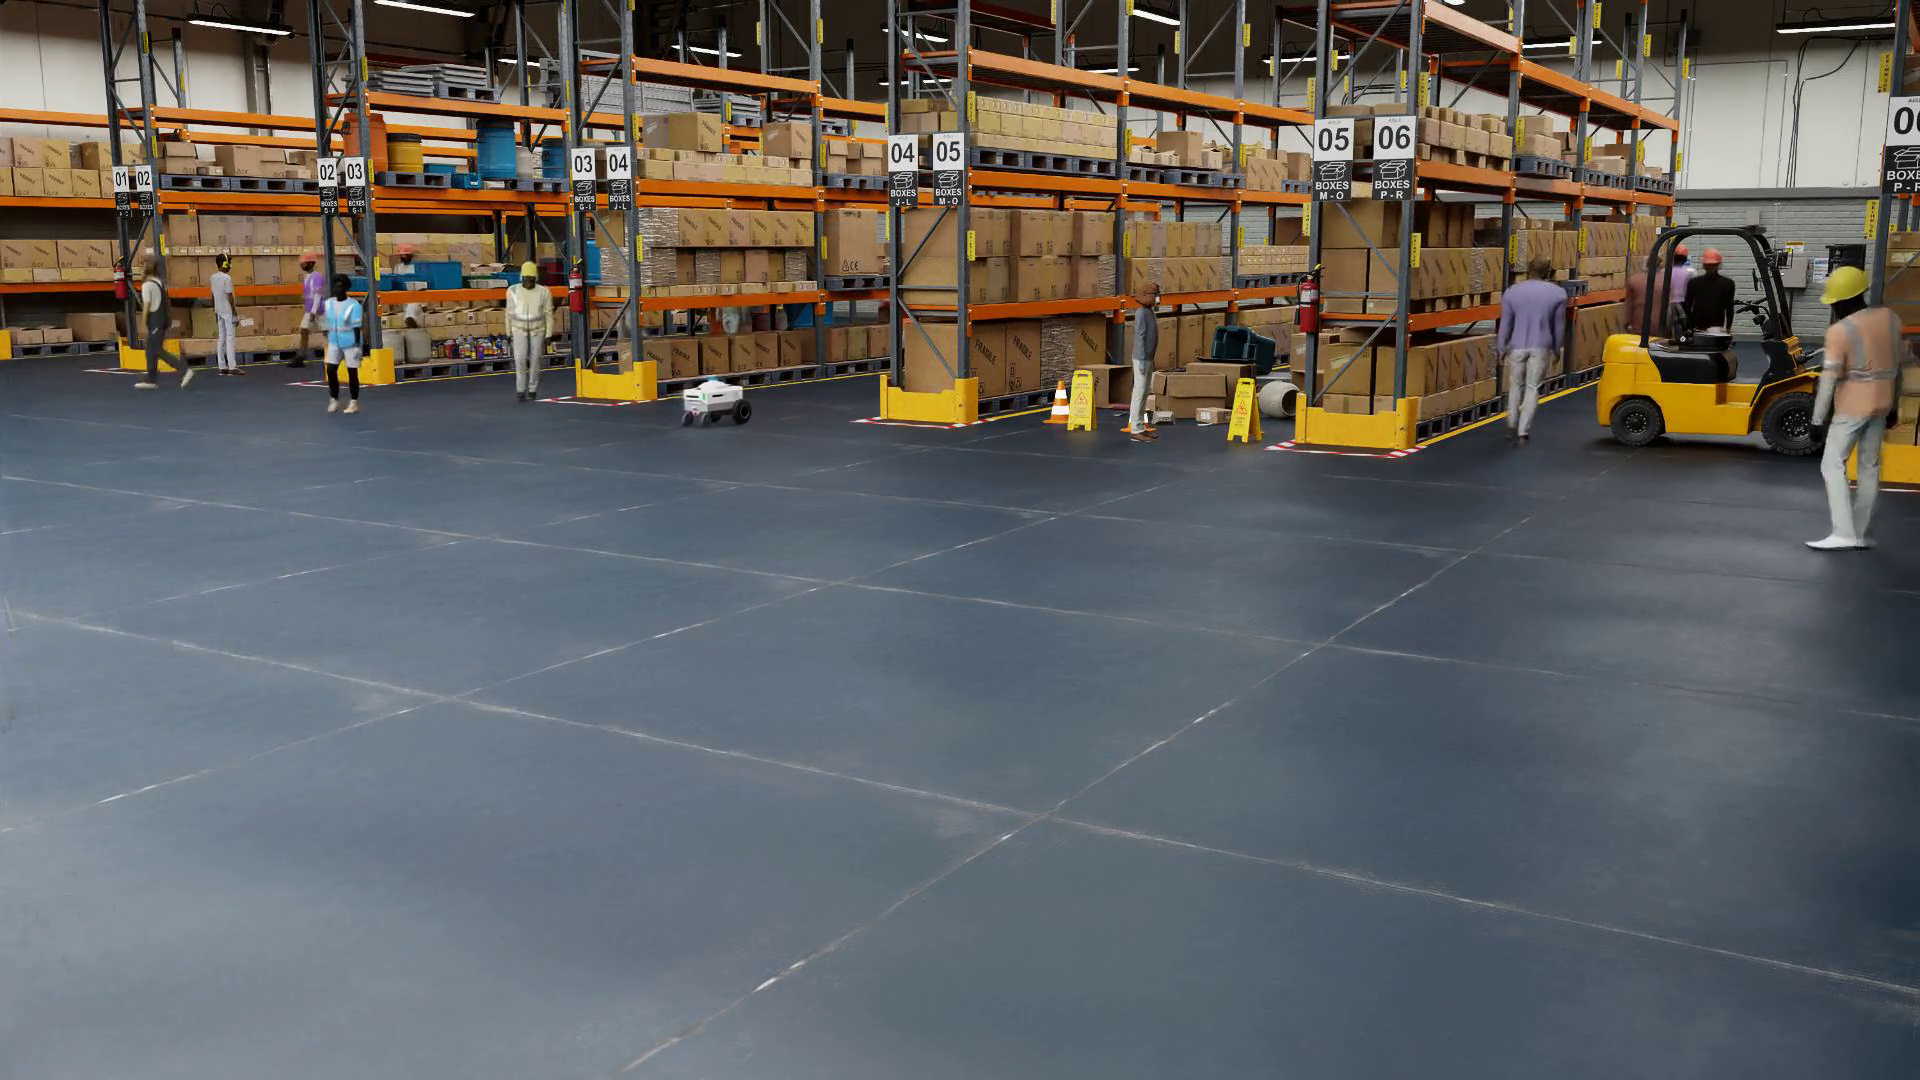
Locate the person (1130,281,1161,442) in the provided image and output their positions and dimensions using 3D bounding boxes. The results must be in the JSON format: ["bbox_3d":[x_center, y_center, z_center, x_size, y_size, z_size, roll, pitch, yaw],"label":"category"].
[{"bbox_3d":[1.913,-1.834,17.097,0.283,1.634,0.498,4,11,20],"label":"person"}]

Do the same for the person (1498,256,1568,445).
[{"bbox_3d":[5.829,-1.937,16.956,0.641,1.883,0.964,5,11,24],"label":"person"}]

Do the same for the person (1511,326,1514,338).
[{"bbox_3d":[11.066,-4.700,32.015,0.957,2.000,0.702,8,13,38],"label":"person"}]

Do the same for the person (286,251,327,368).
[{"bbox_3d":[-10.544,-3.761,27.195,0.563,1.895,0.989,8,13,39],"label":"person"}]

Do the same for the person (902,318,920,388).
[{"bbox_3d":[-0.725,-2.930,23.060,0.320,1.697,0.531,-8,13,-37],"label":"person"}]

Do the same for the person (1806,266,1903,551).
[{"bbox_3d":[5.898,-0.845,10.920,0.688,1.878,0.379,-3,11,-16],"label":"person"}]

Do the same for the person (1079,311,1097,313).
[{"bbox_3d":[1.860,-3.545,25.810,0.618,1.947,0.743,4,11,23],"label":"person"}]

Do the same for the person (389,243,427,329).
[{"bbox_3d":[-9.710,-4.167,29.120,0.636,2.013,0.815,6,12,31],"label":"person"}]

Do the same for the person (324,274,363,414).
[{"bbox_3d":[-7.252,-2.297,19.599,0.526,1.660,0.528,2,10,10],"label":"person"}]

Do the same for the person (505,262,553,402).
[{"bbox_3d":[-5.491,-2.640,21.203,0.603,1.775,0.935,-2,10,-13],"label":"person"}]

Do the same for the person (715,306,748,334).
[{"bbox_3d":[-3.627,-3.469,25.988,0.518,1.718,0.695,5,11,28],"label":"person"}]

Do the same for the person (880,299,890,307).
[{"bbox_3d":[-1.397,-4.805,33.451,0.533,1.738,0.796,5,11,26],"label":"person"}]

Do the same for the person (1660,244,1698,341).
[{"bbox_3d":[11.140,-3.598,25.926,0.612,2.023,0.768,5,12,28],"label":"person"}]

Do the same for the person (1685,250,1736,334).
[{"bbox_3d":[9.964,-2.892,22.176,0.618,1.953,1.033,7,12,34],"label":"person"}]

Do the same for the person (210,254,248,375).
[{"bbox_3d":[-11.270,-3.459,25.563,0.510,1.865,0.329,6,12,32],"label":"person"}]

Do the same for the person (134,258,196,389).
[{"bbox_3d":[-11.096,-2.996,23.098,0.834,1.822,0.515,-1,10,-3],"label":"person"}]

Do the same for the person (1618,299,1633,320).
[{"bbox_3d":[12.909,-4.597,31.974,0.523,1.849,0.572,4,11,22],"label":"person"}]

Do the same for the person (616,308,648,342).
[{"bbox_3d":[-6.320,-4.434,31.765,0.521,1.608,0.659,8,13,38],"label":"person"}]

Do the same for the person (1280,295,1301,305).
[{"bbox_3d":[6.495,-4.694,32.670,0.637,1.791,0.955,7,12,35],"label":"person"}]

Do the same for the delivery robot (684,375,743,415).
[{"bbox_3d":[-2.747,-1.596,18.530,0.477,0.478,0.707,6,12,32],"label":"delivery robot"}]

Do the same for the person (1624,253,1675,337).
[{"bbox_3d":[9.768,-3.120,23.597,0.655,1.884,0.535,6,12,28],"label":"person"}]

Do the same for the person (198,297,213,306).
[{"bbox_3d":[-12.957,-4.036,28.920,0.602,1.815,0.553,5,11,28],"label":"person"}]
